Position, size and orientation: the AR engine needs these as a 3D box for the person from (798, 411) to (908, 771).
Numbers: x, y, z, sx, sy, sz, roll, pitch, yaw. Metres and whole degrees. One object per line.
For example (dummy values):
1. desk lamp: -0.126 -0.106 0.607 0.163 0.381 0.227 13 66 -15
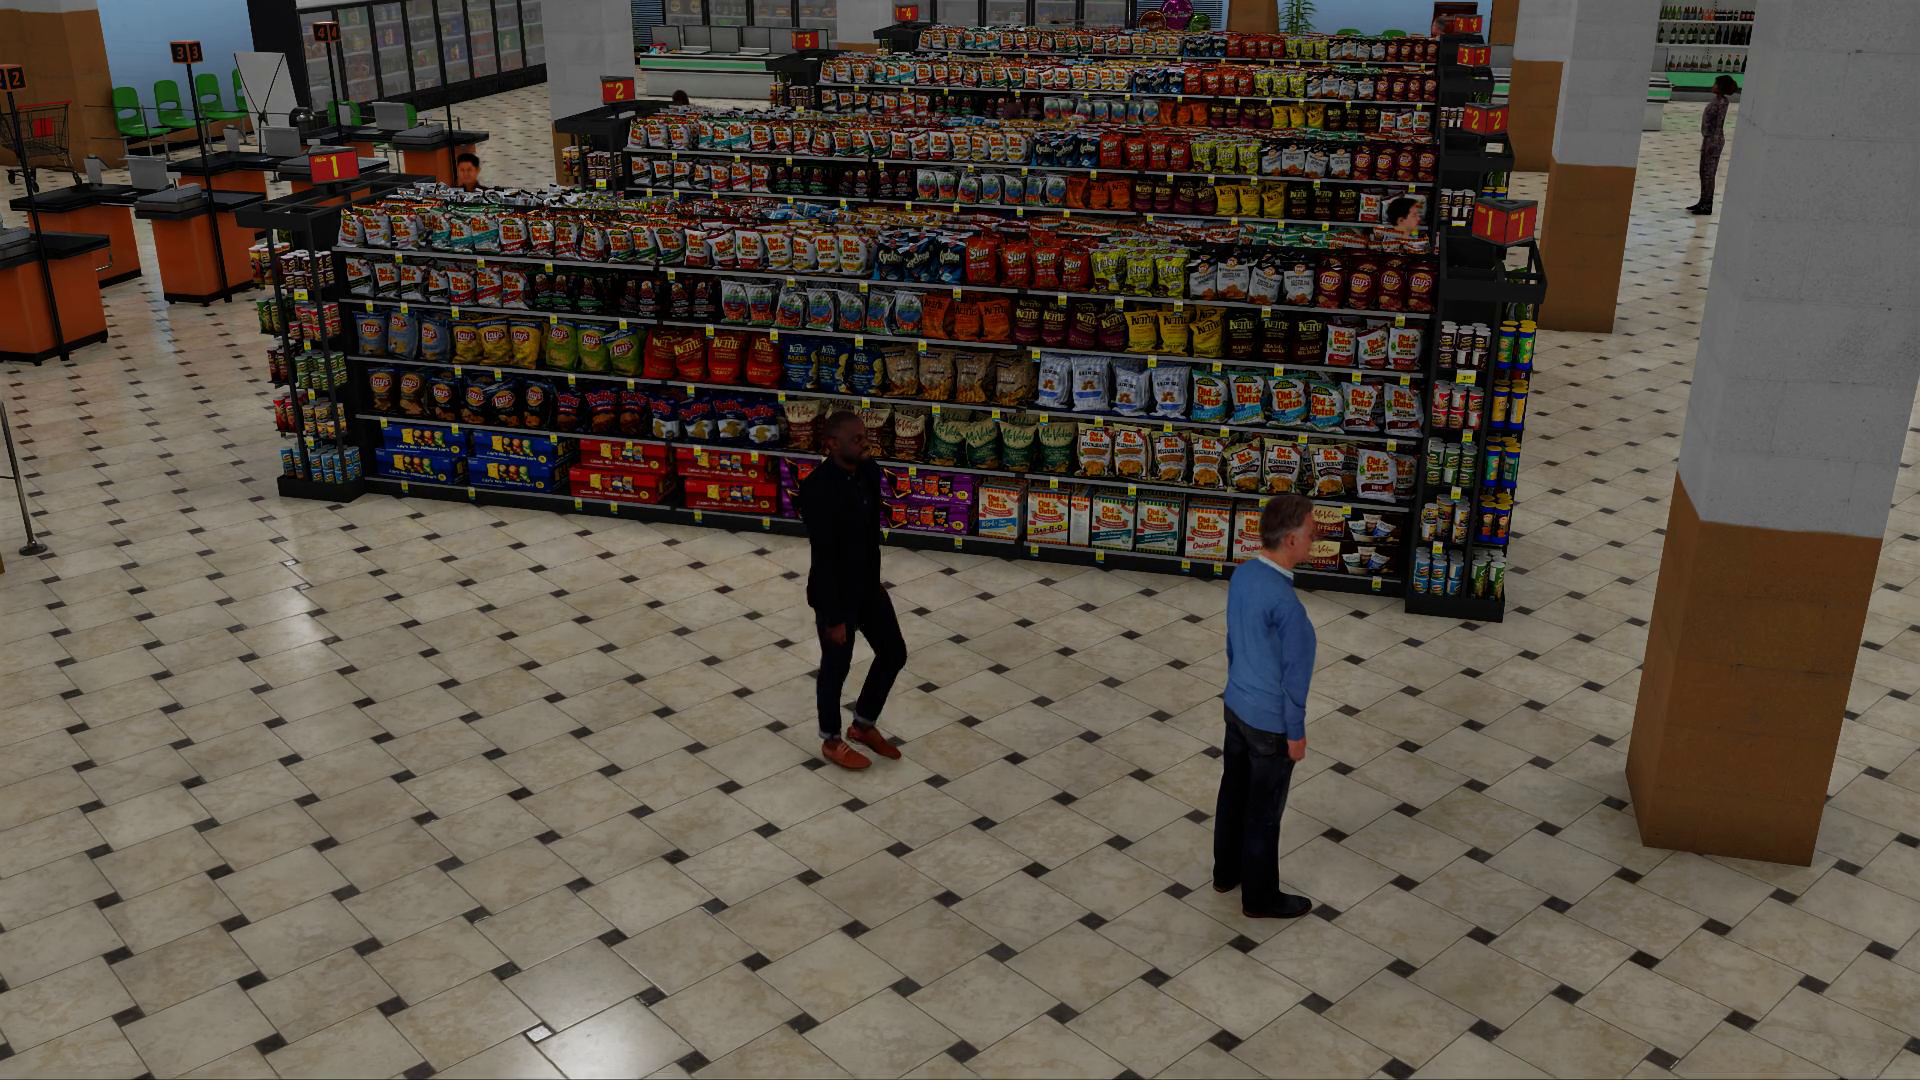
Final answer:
1. person: -0.594 0.238 7.850 0.784 1.809 0.811 14 26 31

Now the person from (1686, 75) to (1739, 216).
1. person: 9.492 -4.986 20.978 0.585 1.714 0.593 3 22 8

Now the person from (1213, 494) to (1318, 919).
1. person: 1.230 0.676 6.760 0.761 1.809 0.744 -7 23 -17
